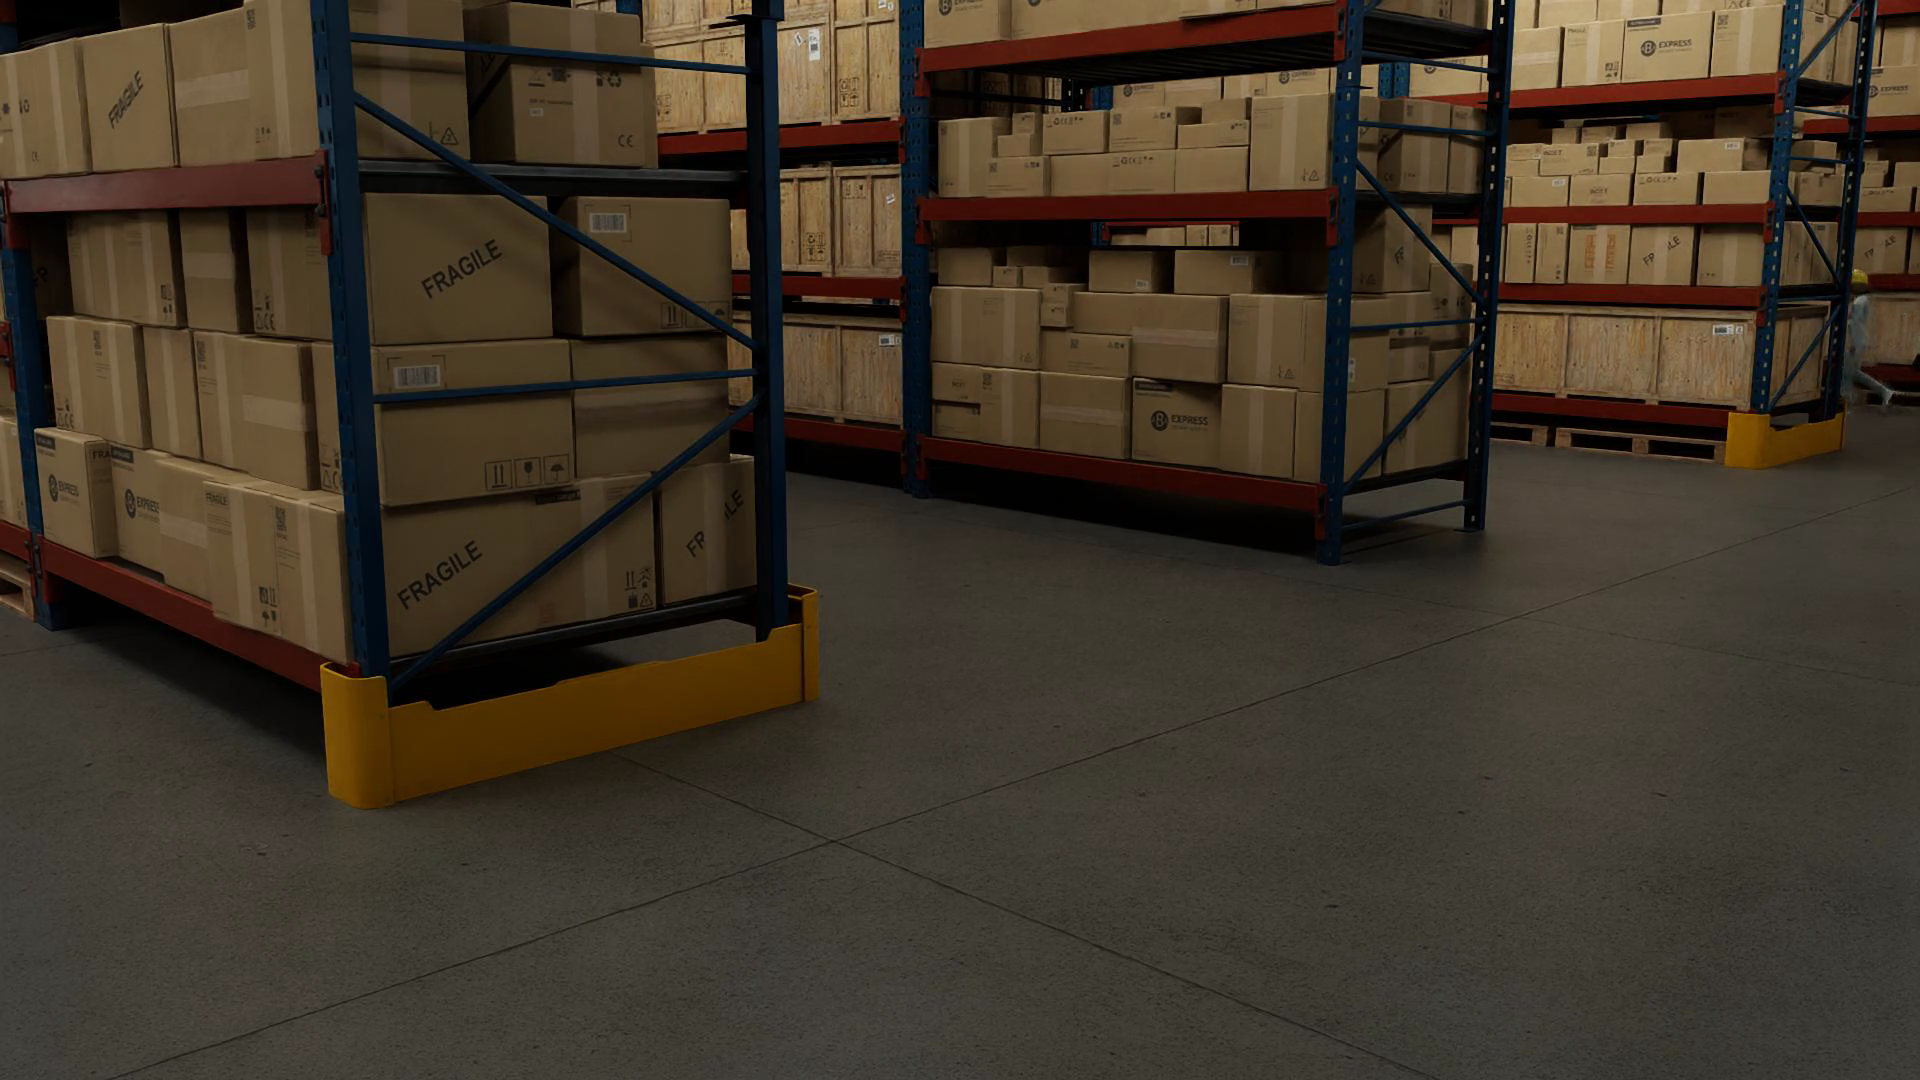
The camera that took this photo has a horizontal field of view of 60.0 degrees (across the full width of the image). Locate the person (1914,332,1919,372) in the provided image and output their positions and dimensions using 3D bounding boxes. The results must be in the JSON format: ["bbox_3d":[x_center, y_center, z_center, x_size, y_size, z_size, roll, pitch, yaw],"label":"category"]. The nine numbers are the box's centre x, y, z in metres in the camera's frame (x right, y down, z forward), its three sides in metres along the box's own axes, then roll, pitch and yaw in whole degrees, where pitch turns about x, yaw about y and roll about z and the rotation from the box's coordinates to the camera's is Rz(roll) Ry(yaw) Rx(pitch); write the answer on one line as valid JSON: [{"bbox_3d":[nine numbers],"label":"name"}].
[{"bbox_3d":[9.789,-1.837,16.374,0.956,1.965,0.608,-9,14,-42],"label":"person"}]

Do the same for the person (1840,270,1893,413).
[{"bbox_3d":[10.755,-2.348,19.796,0.622,1.723,0.502,5,12,26],"label":"person"}]
